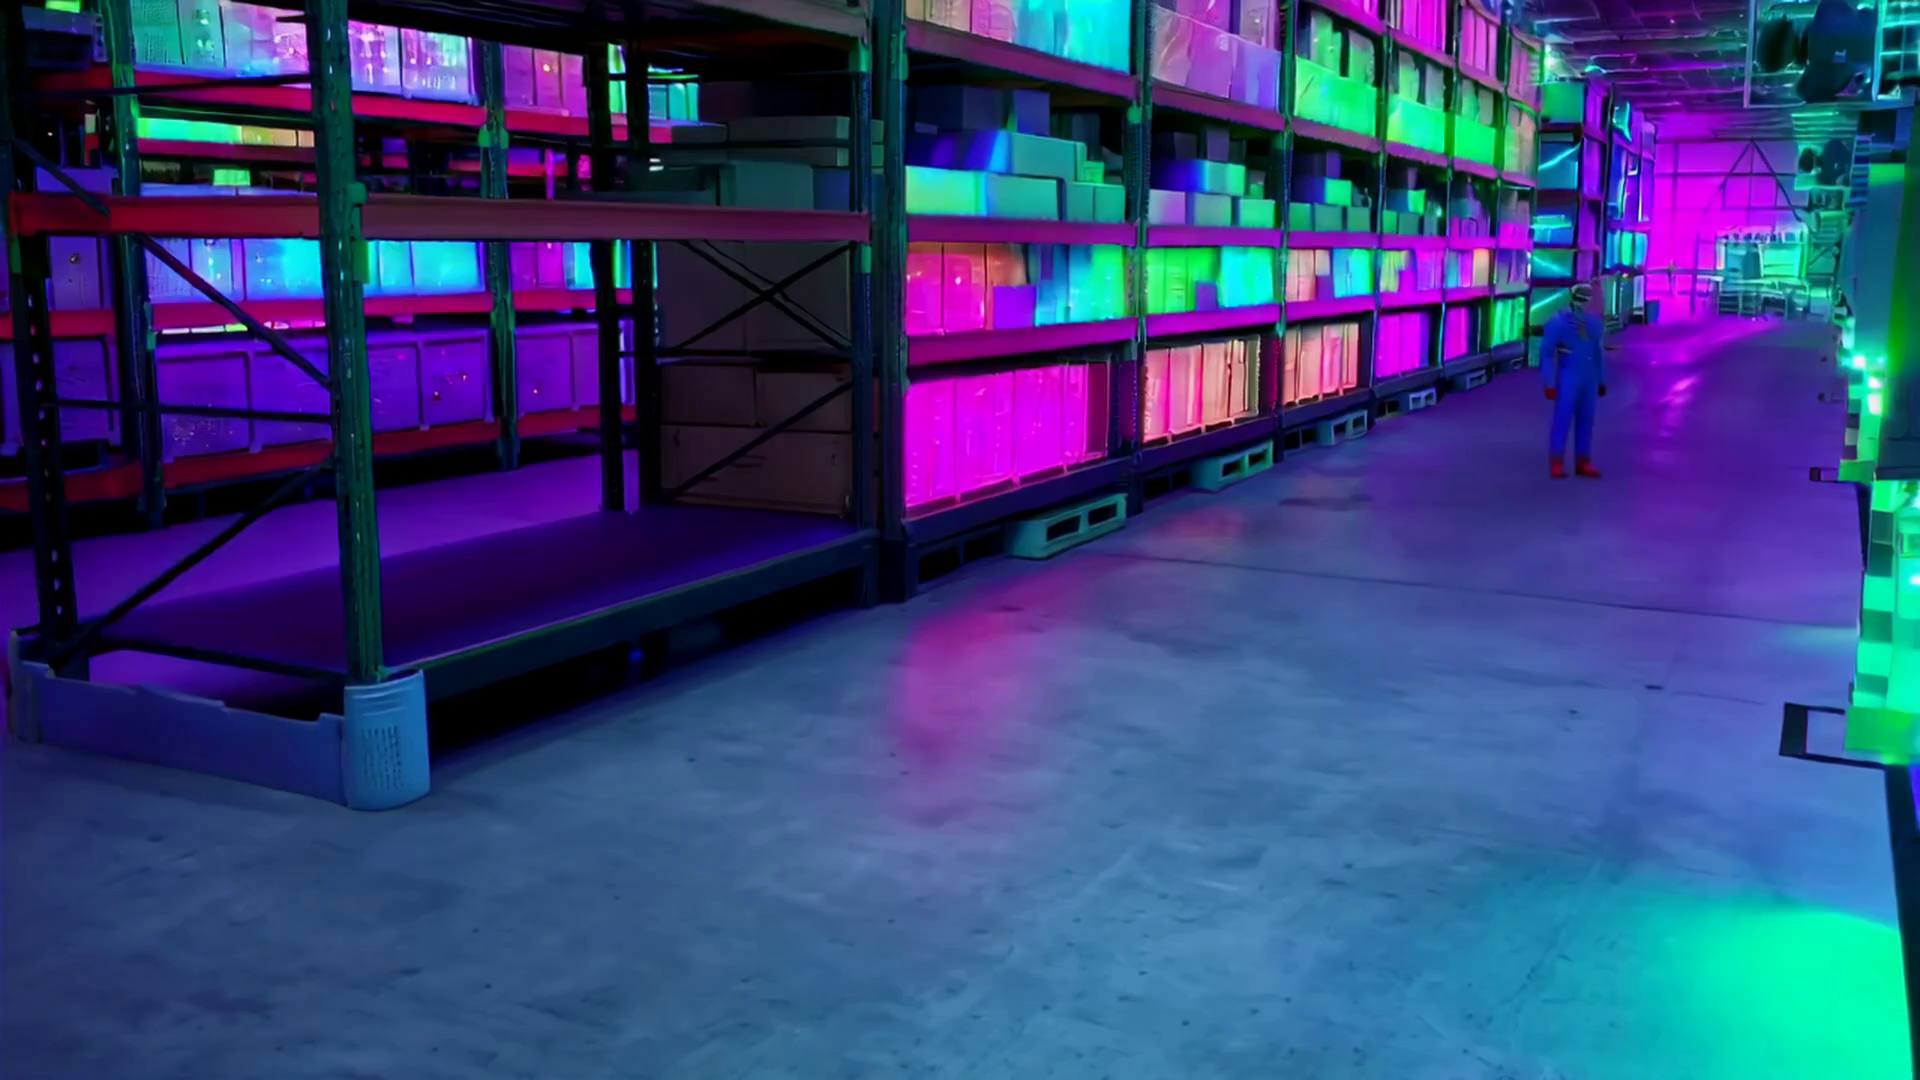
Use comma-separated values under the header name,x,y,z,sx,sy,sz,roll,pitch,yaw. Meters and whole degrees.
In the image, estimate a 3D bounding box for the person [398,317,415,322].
name,x,y,z,sx,sy,sz,roll,pitch,yaw
person,-9.957,-3.947,30.236,0.566,1.834,0.555,6,11,31

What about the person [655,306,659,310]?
name,x,y,z,sx,sy,sz,roll,pitch,yaw
person,-4.725,-3.344,26.480,0.540,1.930,0.387,-5,11,-27

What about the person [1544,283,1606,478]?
name,x,y,z,sx,sy,sz,roll,pitch,yaw
person,5.970,-1.539,16.125,0.653,1.895,0.402,-3,10,-16

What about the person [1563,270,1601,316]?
name,x,y,z,sx,sy,sz,roll,pitch,yaw
person,11.081,-3.858,29.586,0.681,1.865,0.915,1,10,8

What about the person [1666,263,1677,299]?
name,x,y,z,sx,sy,sz,roll,pitch,yaw
person,33.916,-12.332,79.197,0.539,1.688,0.319,-7,12,-36
